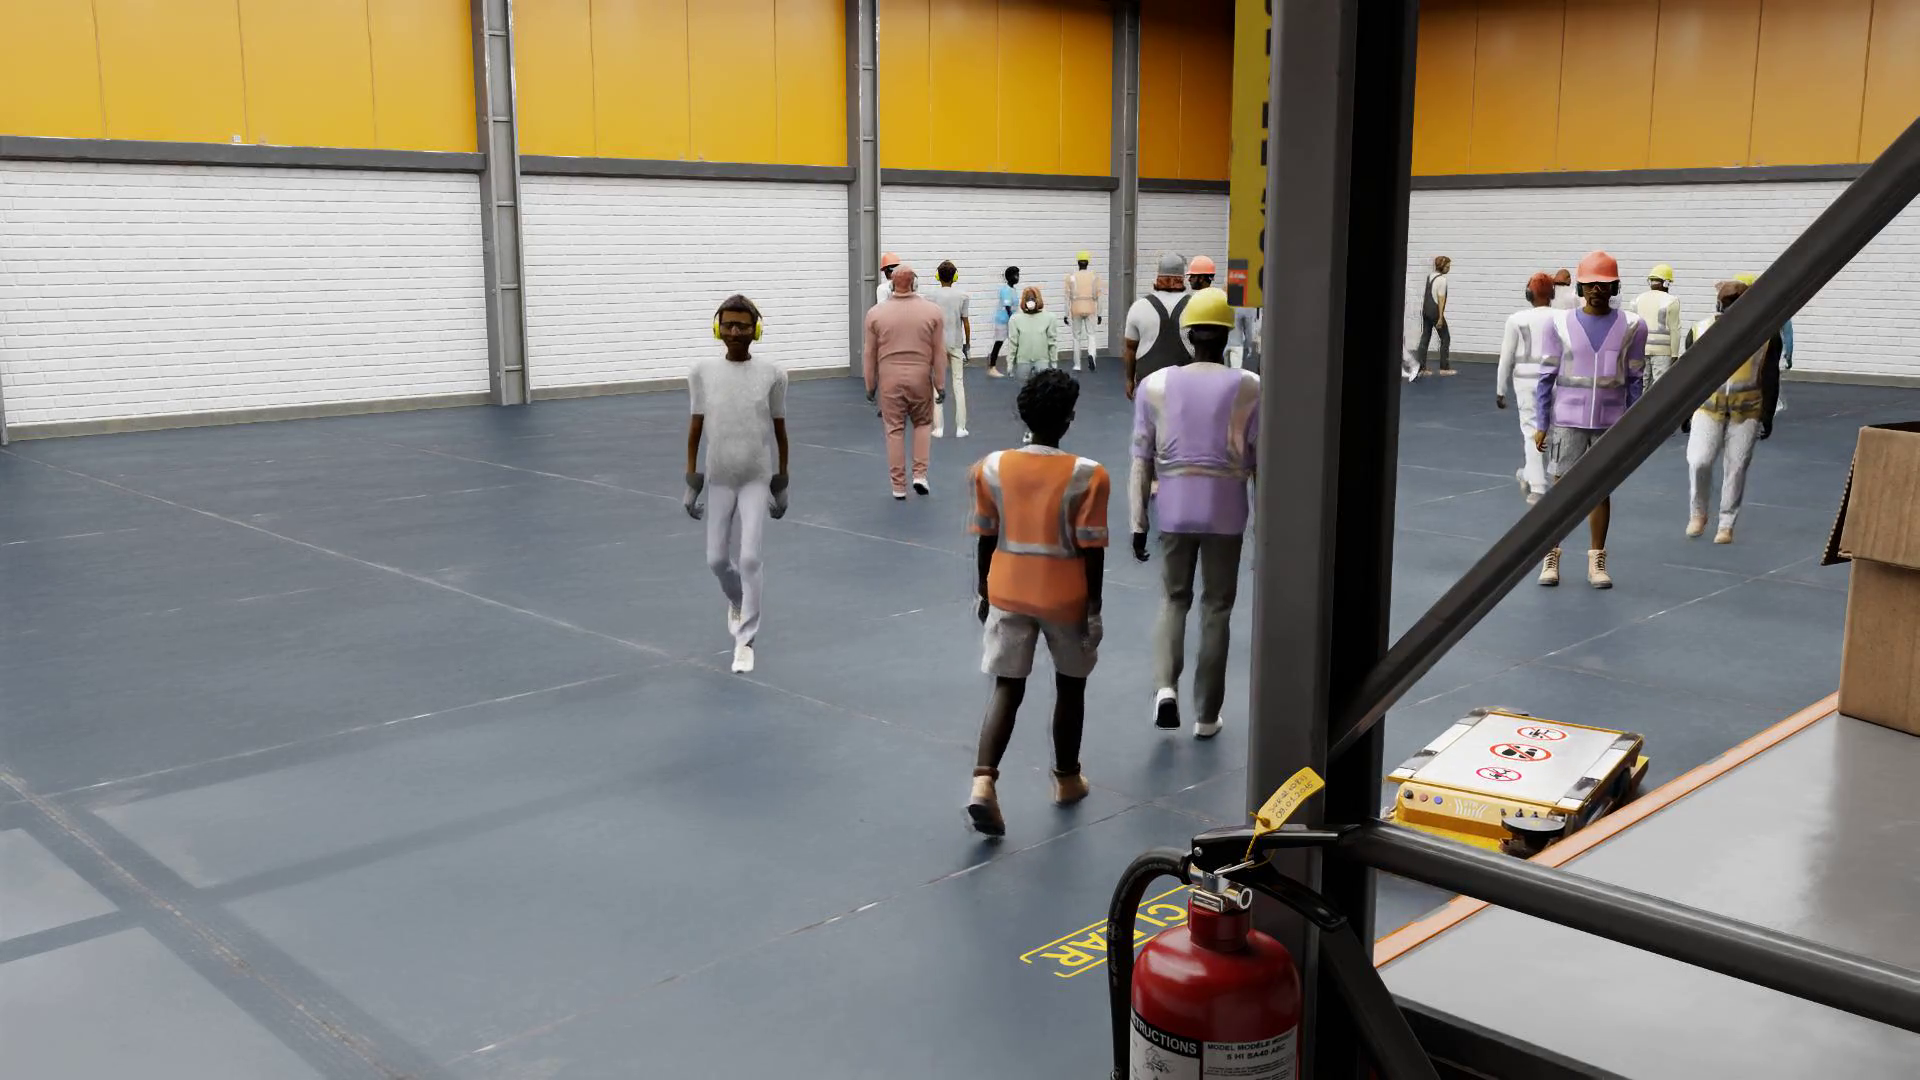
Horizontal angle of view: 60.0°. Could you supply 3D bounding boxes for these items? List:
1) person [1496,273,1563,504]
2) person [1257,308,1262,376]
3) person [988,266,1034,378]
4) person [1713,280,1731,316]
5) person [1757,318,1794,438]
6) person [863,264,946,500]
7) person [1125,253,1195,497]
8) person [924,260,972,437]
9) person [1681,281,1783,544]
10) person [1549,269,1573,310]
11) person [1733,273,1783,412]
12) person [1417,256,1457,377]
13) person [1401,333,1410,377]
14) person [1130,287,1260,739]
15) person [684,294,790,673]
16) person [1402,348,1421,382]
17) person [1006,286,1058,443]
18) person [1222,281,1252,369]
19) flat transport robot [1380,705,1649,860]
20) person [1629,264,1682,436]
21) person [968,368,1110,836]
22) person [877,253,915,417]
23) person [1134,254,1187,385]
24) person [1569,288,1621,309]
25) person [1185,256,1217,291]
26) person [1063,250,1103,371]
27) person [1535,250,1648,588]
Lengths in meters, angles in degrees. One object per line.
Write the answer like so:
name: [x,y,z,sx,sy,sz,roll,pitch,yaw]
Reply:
person: [4.638,-1.228,13.429,0.596,1.824,0.994,0,10,1]
person: [4.028,-2.694,21.080,0.672,1.941,0.628,-8,13,-37]
person: [0.796,-3.246,24.871,0.817,1.664,0.550,4,11,23]
person: [8.807,-2.146,18.984,0.550,1.618,0.486,-8,13,-38]
person: [8.579,-1.899,17.701,0.508,1.597,0.837,9,14,41]
person: [-0.451,-1.282,13.523,0.671,1.892,0.508,-1,10,-3]
person: [1.702,-1.388,13.711,0.687,2.000,1.004,1,10,6]
person: [-0.133,-2.018,17.612,0.518,1.874,0.329,0,10,0]
person: [5.314,-0.874,11.523,0.634,1.825,0.449,5,12,27]
person: [8.888,-3.192,24.657,0.501,1.633,0.284,8,13,38]
person: [9.379,-2.316,19.722,0.854,1.689,0.485,7,13,34]
person: [7.241,-3.366,25.098,0.756,1.815,0.544,-4,11,-22]
person: [6.504,-3.332,24.873,0.549,1.832,0.787,-5,12,-26]
person: [1.022,-0.095,7.014,0.600,1.916,0.473,4,11,20]
person: [-1.111,-0.305,8.332,0.524,1.853,0.702,0,10,1]
person: [6.206,-3.189,24.019,0.892,1.872,0.672,-2,11,-9]
person: [0.732,-1.781,17.017,0.520,1.613,0.565,1,10,6]
person: [3.248,-2.318,19.994,0.520,1.607,0.716,2,11,10]
flat transport robot: [2.038,0.892,6.107,0.652,0.197,1.431,7,12,33]
person: [7.404,-2.013,17.698,0.403,1.829,0.588,-7,12,-33]
person: [0.271,0.220,5.959,0.534,1.667,0.778,4,11,22]
person: [-0.783,-2.397,19.528,0.543,1.927,0.384,-10,14,-43]
person: [2.892,-3.011,23.017,1.024,1.889,0.633,-2,11,-12]
person: [7.537,-2.391,19.777,0.643,1.822,0.508,9,14,41]
person: [2.266,-1.698,15.681,0.354,1.939,0.544,2,11,12]
person: [1.929,-3.586,26.061,0.608,1.910,0.680,-1,10,-3]
person: [3.801,-0.717,10.048,0.614,2.041,0.390,3,11,14]
